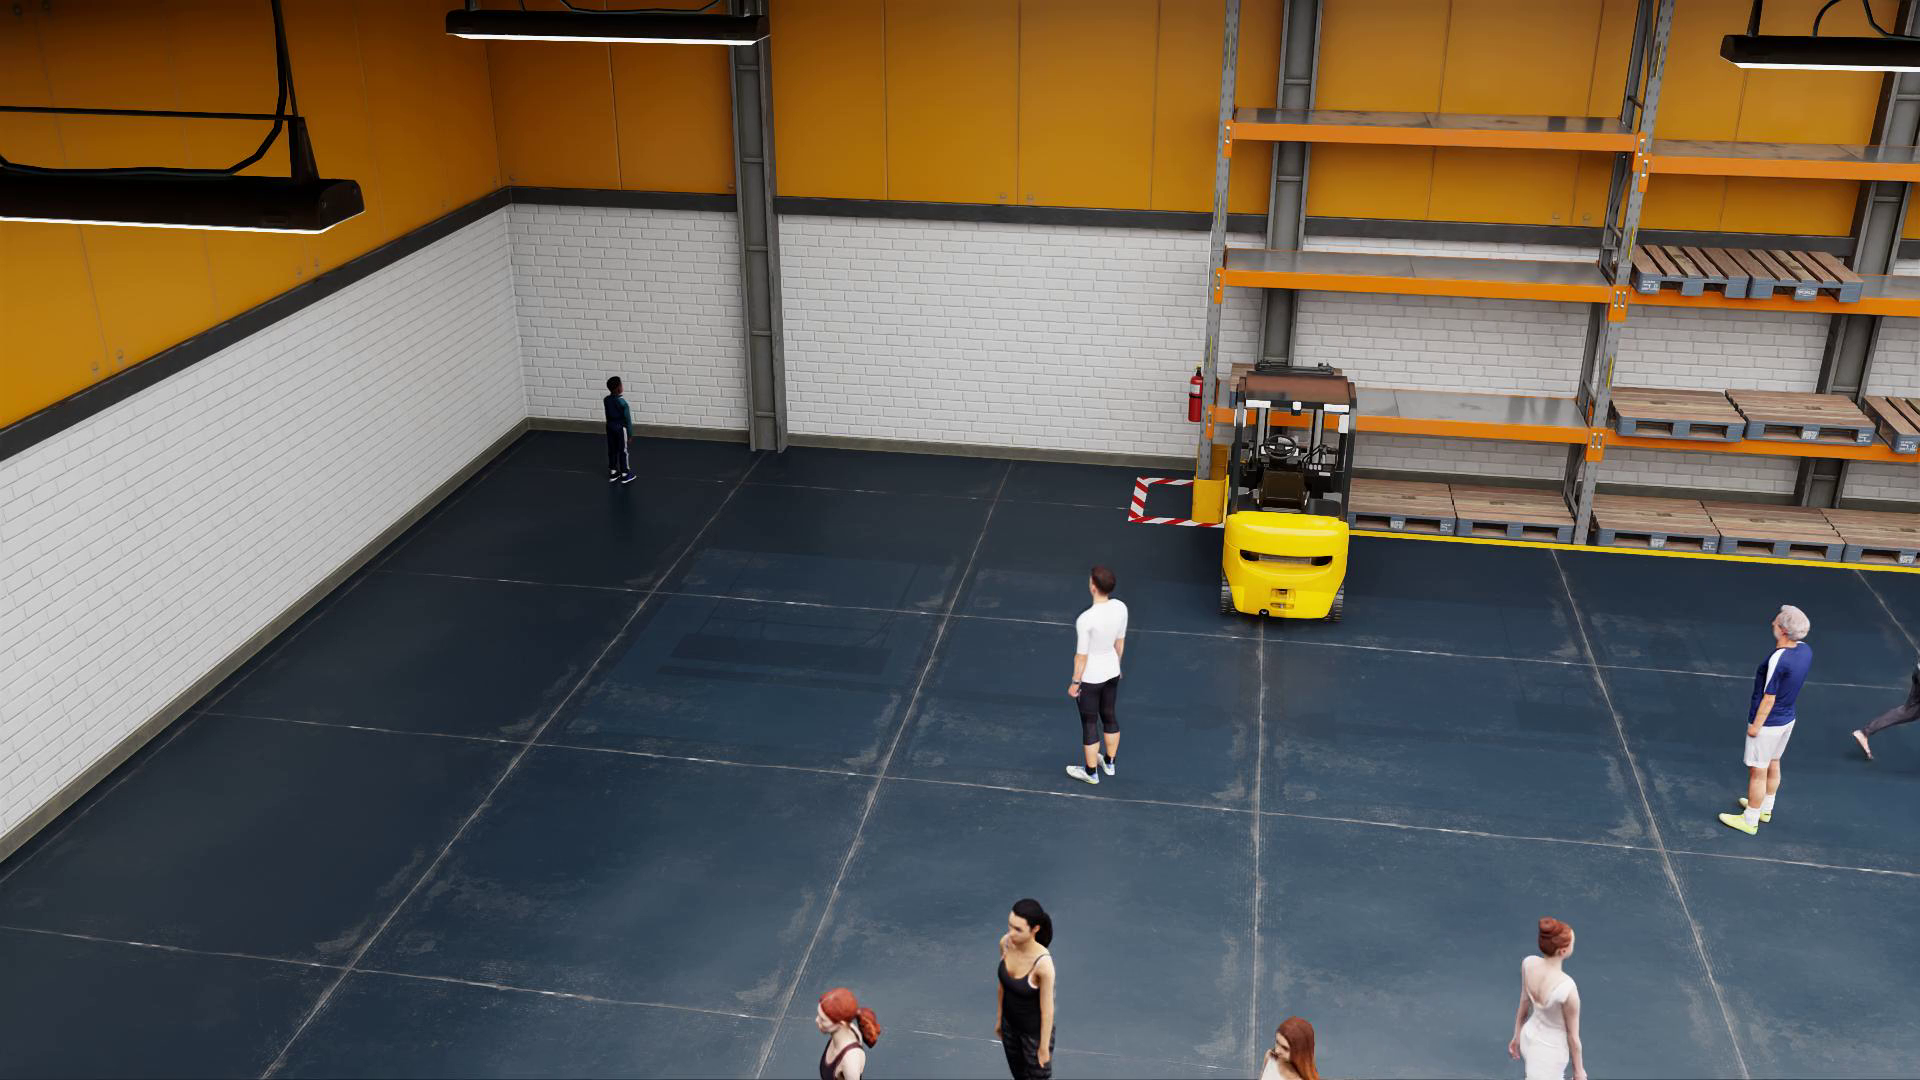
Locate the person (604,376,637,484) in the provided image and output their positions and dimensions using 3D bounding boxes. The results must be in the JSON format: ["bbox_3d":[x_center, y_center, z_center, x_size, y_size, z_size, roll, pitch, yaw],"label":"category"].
[{"bbox_3d":[-3.947,-1.283,19.150,0.485,1.255,0.601,11,26,24],"label":"person"}]

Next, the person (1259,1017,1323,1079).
[{"bbox_3d":[1.762,3.117,8.559,1.184,1.676,0.949,-9,25,-19],"label":"person"}]

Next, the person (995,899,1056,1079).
[{"bbox_3d":[0.398,2.741,9.367,0.724,1.717,0.652,-18,30,-36],"label":"person"}]

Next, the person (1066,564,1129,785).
[{"bbox_3d":[1.095,1.049,13.072,0.749,1.851,0.795,-17,29,-35],"label":"person"}]

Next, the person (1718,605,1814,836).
[{"bbox_3d":[6.074,1.331,12.442,0.722,1.839,0.764,-19,30,-36],"label":"person"}]

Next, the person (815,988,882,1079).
[{"bbox_3d":[-0.587,3.049,8.576,0.682,1.788,0.642,-5,24,-12],"label":"person"}]

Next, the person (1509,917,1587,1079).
[{"bbox_3d":[3.072,2.860,9.052,1.187,1.752,0.898,-6,24,-13],"label":"person"}]
